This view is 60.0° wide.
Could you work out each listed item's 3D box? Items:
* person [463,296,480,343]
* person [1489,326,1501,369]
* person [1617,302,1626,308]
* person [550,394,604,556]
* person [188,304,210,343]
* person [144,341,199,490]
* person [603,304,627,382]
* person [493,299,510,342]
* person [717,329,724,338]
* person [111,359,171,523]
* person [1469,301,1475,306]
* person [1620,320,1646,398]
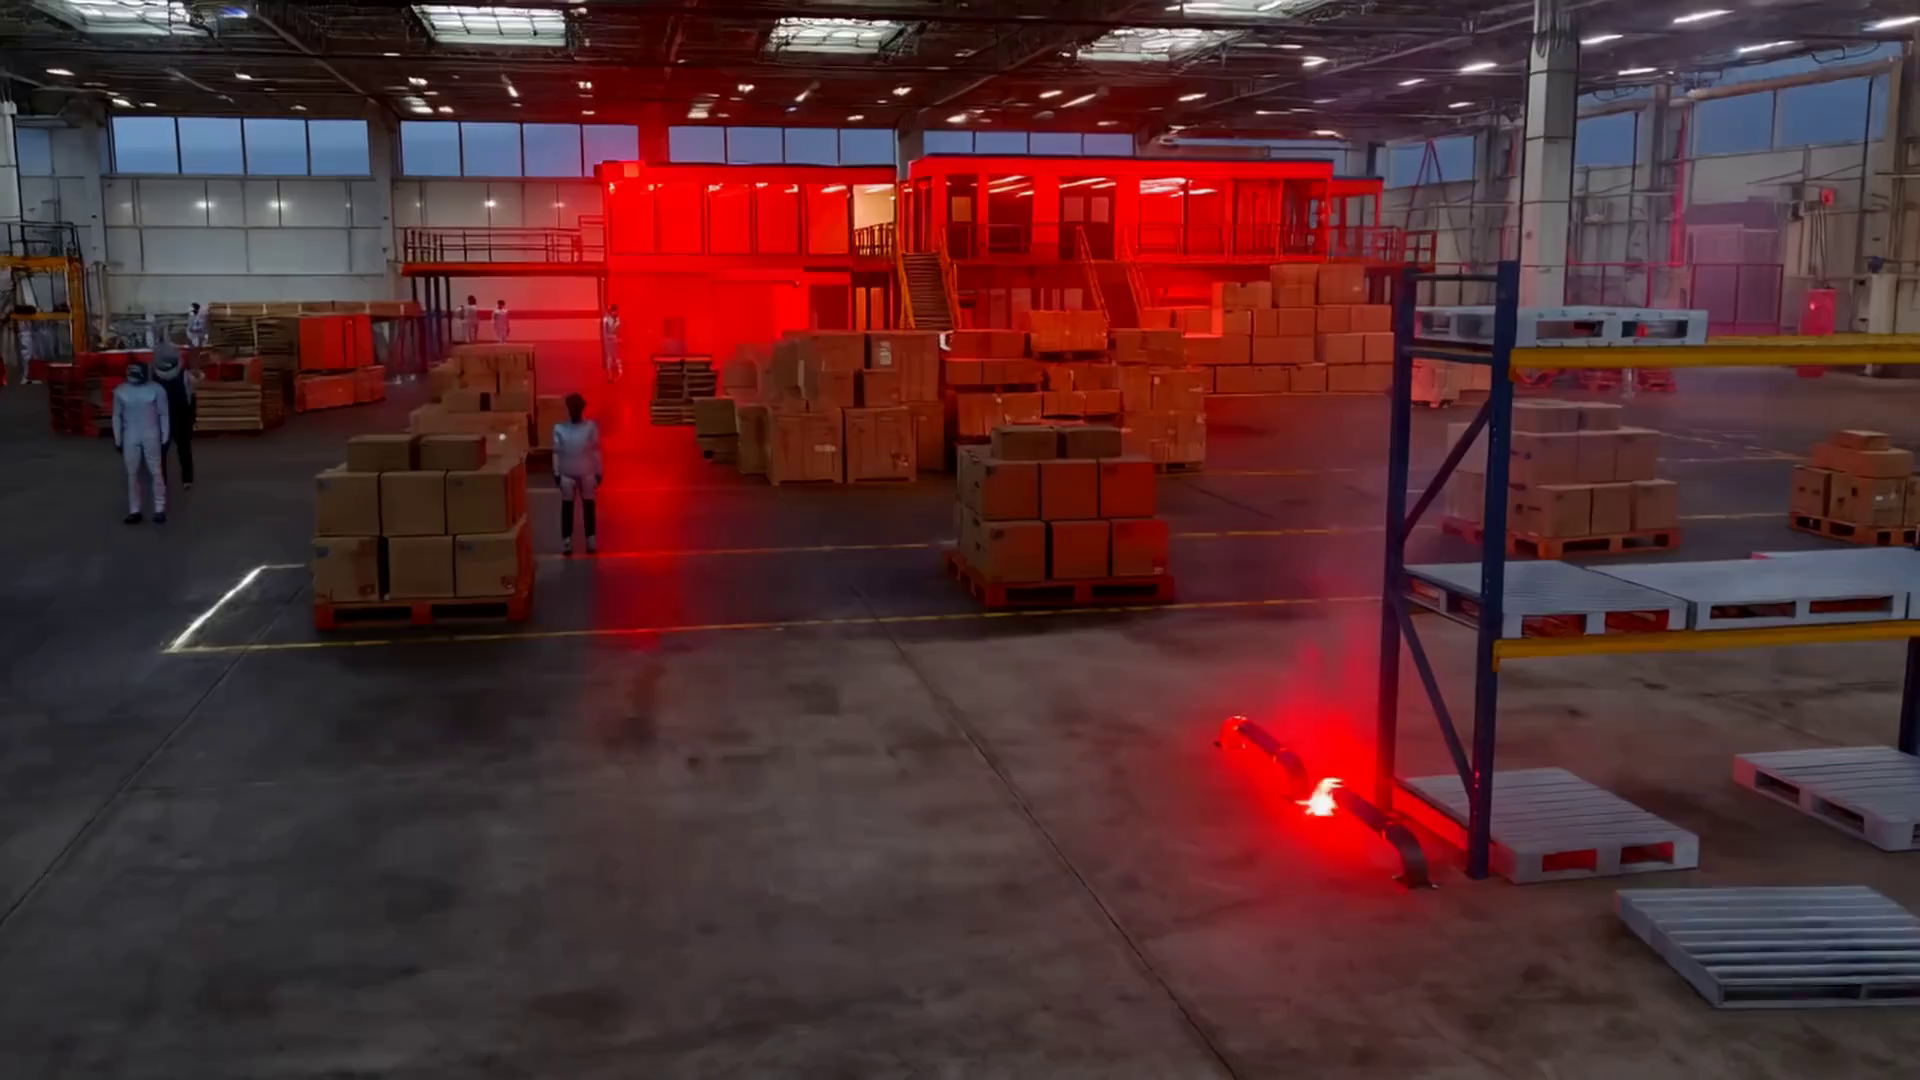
[{"bbox_3d":[-18.166,-8.098,61.882,0.594,1.924,0.381,-2,10,-12],"label":"person"},{"bbox_3d":[15.417,-5.693,47.773,0.549,1.754,0.394,-1,9,-3],"label":"person"},{"bbox_3d":[20.374,-6.377,51.368,0.551,1.932,0.378,-2,10,-12],"label":"person"},{"bbox_3d":[-3.983,-0.674,17.334,0.540,1.695,0.317,-2,10,-12],"label":"person"},{"bbox_3d":[-23.175,-6.236,50.660,0.584,1.882,0.337,-2,10,-12],"label":"person"},{"bbox_3d":[-10.601,-1.660,22.296,0.701,2.000,0.538,-3,10,-18],"label":"person"},{"bbox_3d":[-9.032,-5.146,43.535,0.614,2.040,0.390,-2,10,-12],"label":"person"},{"bbox_3d":[-15.318,-7.068,55.584,0.551,1.932,0.378,-2,10,-12],"label":"person"},{"bbox_3d":[-7.620,-6.577,52.768,0.533,1.868,0.310,-2,10,-12],"label":"person"},{"bbox_3d":[-9.637,-1.166,19.597,0.635,1.936,0.356,-2,10,-12],"label":"person"},{"bbox_3d":[17.565,-7.285,57.196,0.633,1.839,0.429,-2,10,-12],"label":"person"},{"bbox_3d":[15.530,-4.274,38.366,0.622,1.992,0.396,-2,10,-12],"label":"person"}]
